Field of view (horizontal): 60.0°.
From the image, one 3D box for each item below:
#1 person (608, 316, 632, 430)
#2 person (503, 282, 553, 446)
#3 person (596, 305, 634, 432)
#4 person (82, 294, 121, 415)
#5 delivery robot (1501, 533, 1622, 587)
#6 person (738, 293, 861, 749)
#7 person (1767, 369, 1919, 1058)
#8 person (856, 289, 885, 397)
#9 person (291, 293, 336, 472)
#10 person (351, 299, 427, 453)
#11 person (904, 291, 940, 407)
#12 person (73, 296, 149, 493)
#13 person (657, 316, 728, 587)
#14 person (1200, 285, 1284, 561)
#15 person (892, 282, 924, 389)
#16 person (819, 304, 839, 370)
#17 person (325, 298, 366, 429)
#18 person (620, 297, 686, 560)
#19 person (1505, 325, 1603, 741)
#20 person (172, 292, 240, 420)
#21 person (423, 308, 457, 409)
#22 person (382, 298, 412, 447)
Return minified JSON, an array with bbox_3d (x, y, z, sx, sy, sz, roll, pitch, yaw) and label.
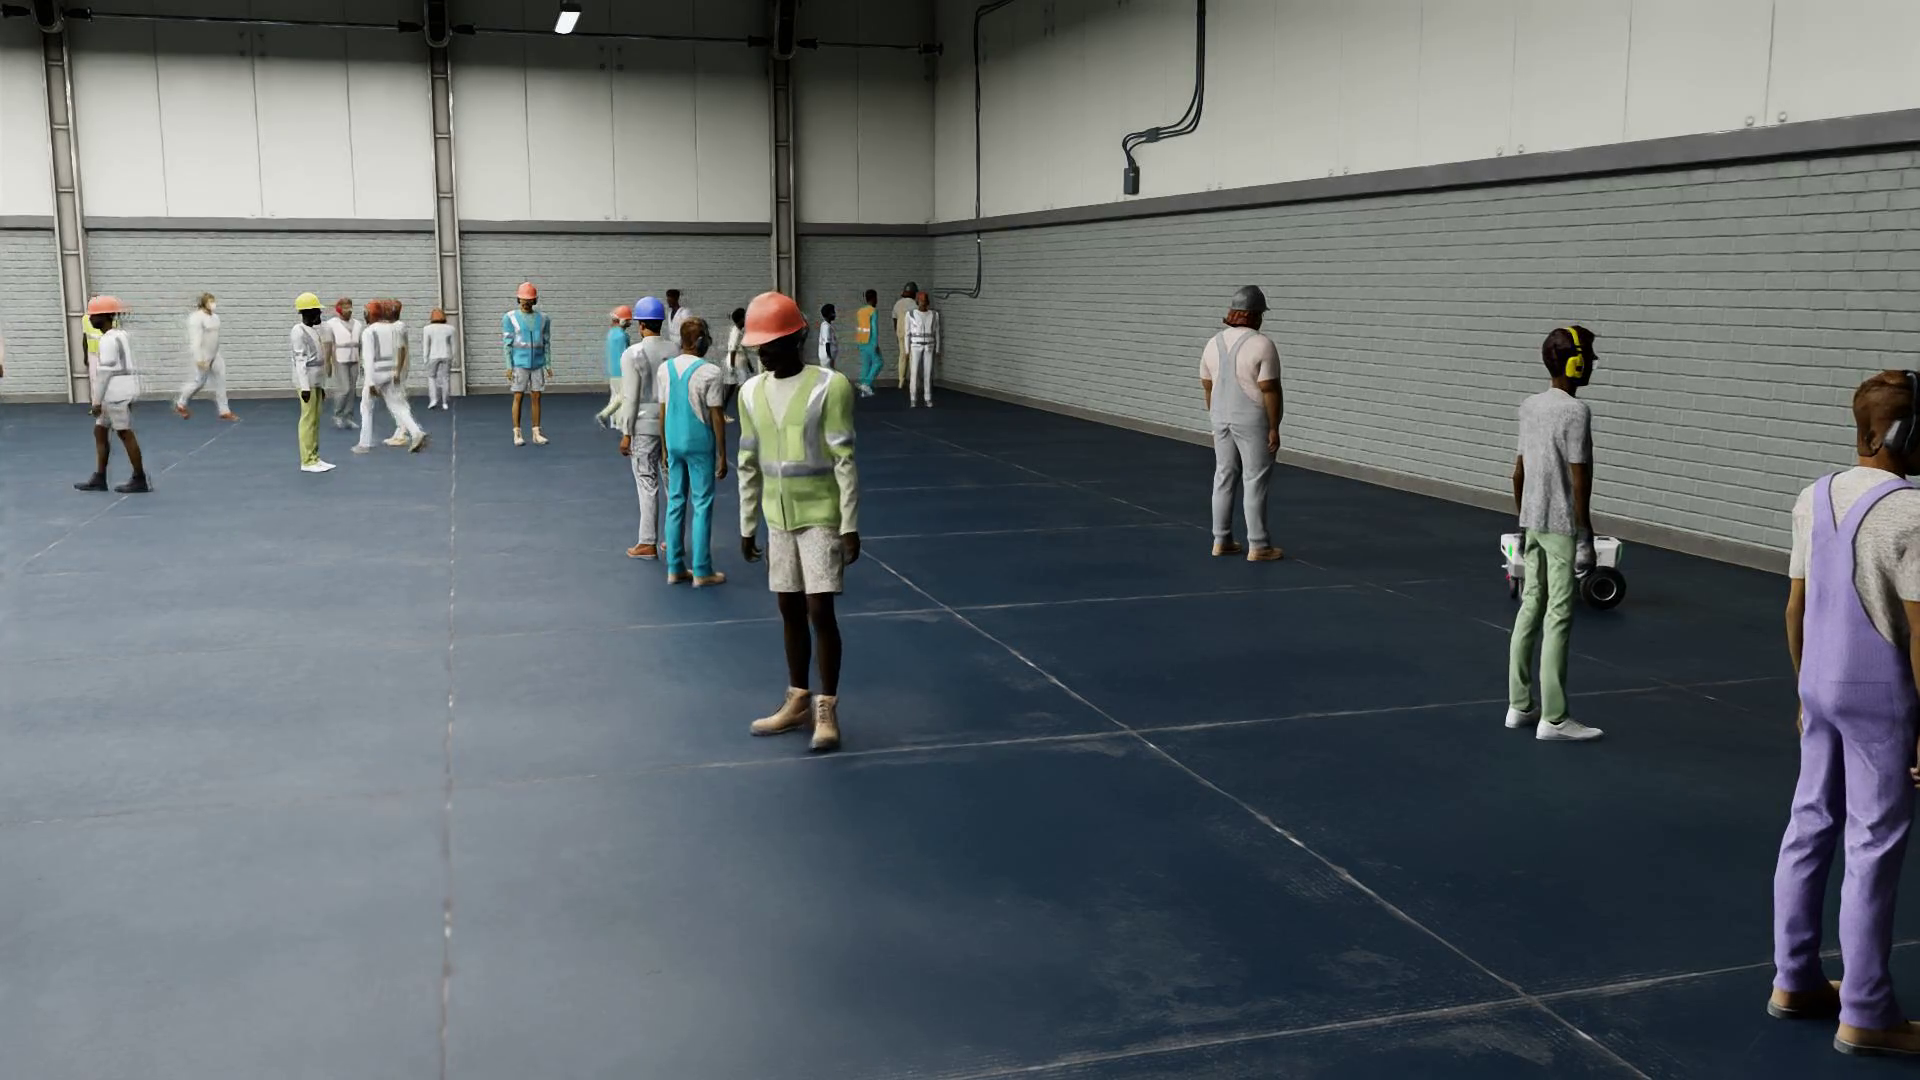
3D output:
[{"bbox_3d":[-4.693,-2.328,22.962,0.312,1.632,0.518,-5,10,-31],"label":"person"},{"bbox_3d":[-5.405,-2.203,20.873,0.607,2.039,0.395,-6,11,-34],"label":"person"},{"bbox_3d":[-4.510,-2.236,22.033,0.533,1.733,0.580,-3,10,-21],"label":"person"},{"bbox_3d":[-13.177,-2.846,25.573,0.566,1.849,0.389,-1,9,-7],"label":"person"},{"bbox_3d":[3.849,0.088,10.672,0.707,0.478,0.477,2,9,11],"label":"delivery robot"},{"bbox_3d":[-0.739,-0.082,7.431,0.657,2.023,0.446,5,10,31],"label":"person"},{"bbox_3d":[2.453,0.462,4.501,0.343,1.839,0.506,-2,9,-14],"label":"person"},{"bbox_3d":[-1.591,-3.474,29.409,0.458,1.901,0.625,-5,10,-31],"label":"person"},{"bbox_3d":[-7.019,-1.700,18.004,0.355,1.930,0.593,-1,9,-6],"label":"person"},{"bbox_3d":[-6.848,-1.940,19.813,0.932,1.856,0.566,3,9,18],"label":"person"},{"bbox_3d":[-0.615,-3.096,27.059,0.583,1.882,0.337,-2,9,-13],"label":"person"},{"bbox_3d":[-8.302,-1.386,16.053,0.809,1.908,0.579,-3,9,-19],"label":"person"},{"bbox_3d":[-1.797,-0.589,11.240,0.519,1.834,0.361,4,10,24],"label":"person"},{"bbox_3d":[2.150,-0.874,12.384,0.538,2.000,0.684,-8,12,-40],"label":"person"},{"bbox_3d":[-0.917,-3.899,31.682,0.690,2.000,0.538,8,12,43],"label":"person"},{"bbox_3d":[-2.071,-2.872,26.224,0.316,1.695,0.542,-1,9,-5],"label":"person"},{"bbox_3d":[-8.492,-2.432,23.013,0.449,1.829,0.564,5,10,28],"label":"person"},{"bbox_3d":[-2.272,-0.829,12.387,0.388,1.947,0.615,8,12,41],"label":"person"},{"bbox_3d":[2.710,-0.032,7.551,0.330,1.874,0.518,-2,9,-15],"label":"person"},{"bbox_3d":[-11.171,-2.699,24.492,0.924,1.910,0.639,1,9,8],"label":"person"},{"bbox_3d":[-8.299,-2.889,26.551,0.522,1.631,0.351,-4,10,-23],"label":"person"},{"bbox_3d":[-7.035,-2.085,20.734,0.345,1.846,0.508,-5,10,-27],"label":"person"}]
